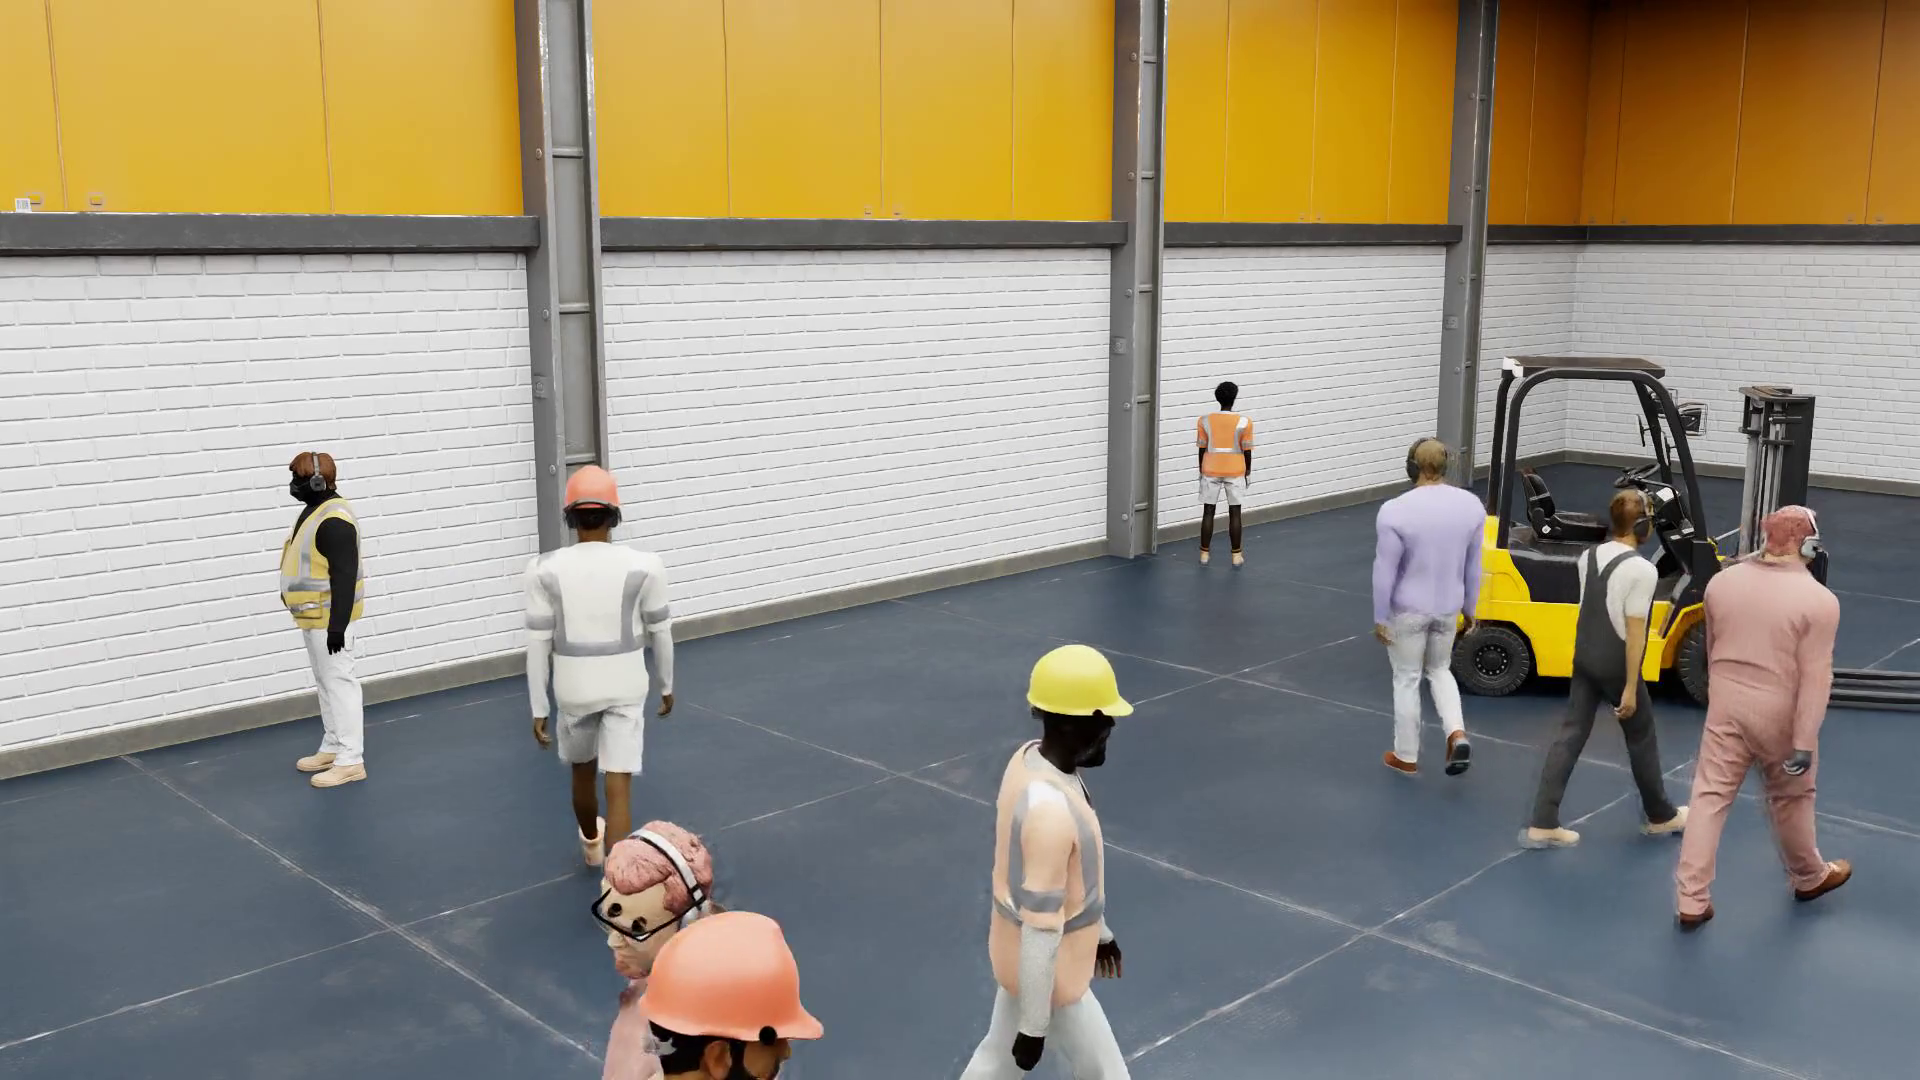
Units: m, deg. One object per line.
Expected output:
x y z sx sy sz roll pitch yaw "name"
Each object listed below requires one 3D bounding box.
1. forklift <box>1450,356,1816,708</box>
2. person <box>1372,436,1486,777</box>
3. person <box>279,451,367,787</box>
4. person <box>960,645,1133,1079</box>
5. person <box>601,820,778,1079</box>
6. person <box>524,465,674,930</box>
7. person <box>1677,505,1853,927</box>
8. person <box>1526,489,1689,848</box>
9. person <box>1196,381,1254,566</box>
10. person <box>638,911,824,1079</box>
4.276 -0.101 11.076 2.313 2.155 1.214 2 11 13 "forklift"
2.566 0.394 9.115 0.648 1.926 0.555 -2 11 -12 "person"
-3.508 0.425 9.172 0.429 1.842 0.633 -7 12 -32 "person"
0.295 1.210 4.809 0.993 1.879 0.589 -1 10 -5 "person"
-0.656 1.463 3.434 0.764 1.868 0.685 -2 11 -10 "person"
-1.609 0.652 7.513 0.622 1.994 1.032 -1 10 -5 "person"
3.551 0.763 7.304 1.023 1.844 0.666 -6 12 -31 "person"
3.222 0.636 8.191 0.987 1.785 0.511 -4 11 -23 "person"
2.414 -0.604 15.200 0.531 1.691 0.321 3 11 18 "person"
-0.411 1.555 2.845 0.475 1.907 0.539 -2 11 -10 "person"
